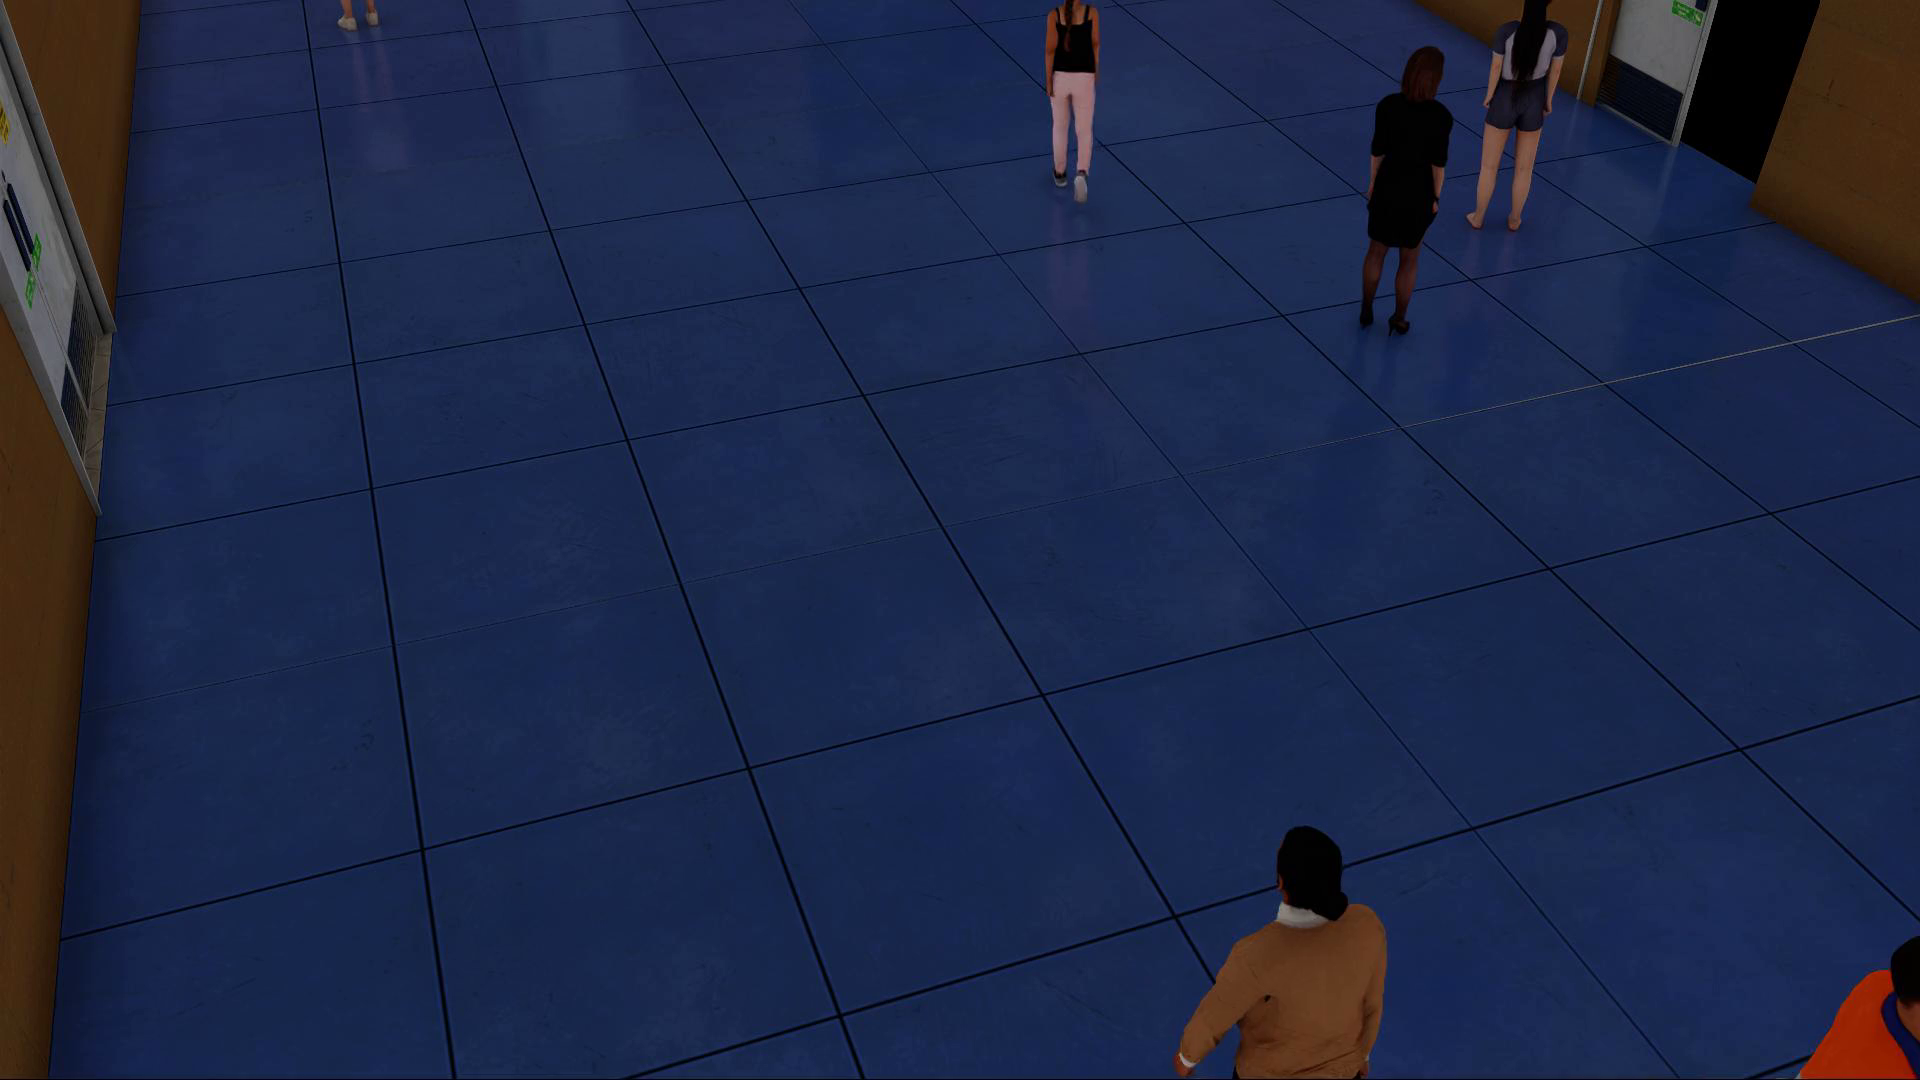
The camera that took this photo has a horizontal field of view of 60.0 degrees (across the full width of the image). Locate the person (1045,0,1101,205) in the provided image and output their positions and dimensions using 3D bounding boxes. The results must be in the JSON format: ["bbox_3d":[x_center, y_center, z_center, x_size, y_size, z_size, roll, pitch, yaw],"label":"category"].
[{"bbox_3d":[0.755,-2.982,10.951,0.925,1.545,0.798,0,37,0],"label":"person"}]

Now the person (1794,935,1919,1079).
[{"bbox_3d":[2.249,1.668,4.509,1.160,1.841,1.156,20,41,25],"label":"person"}]

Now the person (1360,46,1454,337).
[{"bbox_3d":[2.513,-1.959,9.441,0.658,1.705,0.691,20,41,25],"label":"person"}]

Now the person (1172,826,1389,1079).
[{"bbox_3d":[0.986,1.577,4.724,0.782,1.729,0.792,-21,42,-26],"label":"person"}]

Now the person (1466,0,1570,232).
[{"bbox_3d":[3.543,-2.749,10.552,0.620,1.651,0.733,5,37,7],"label":"person"}]
